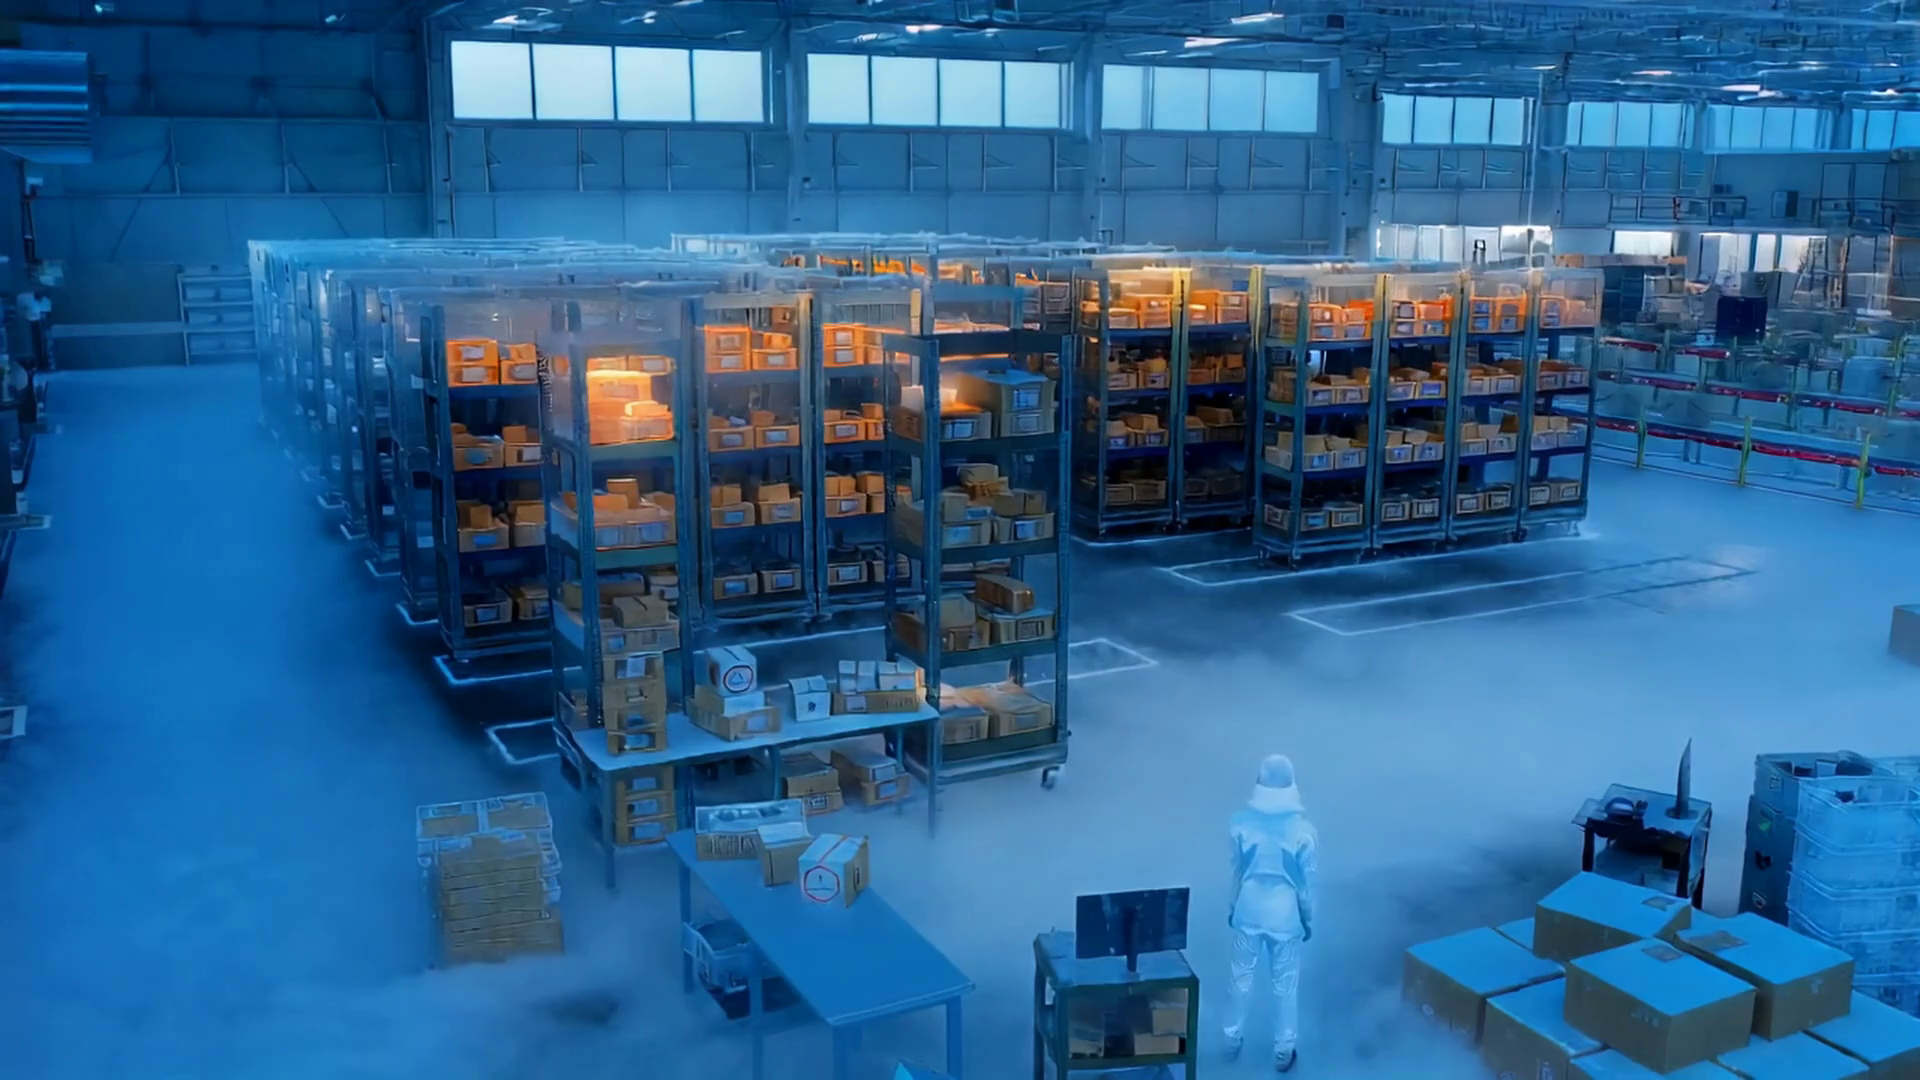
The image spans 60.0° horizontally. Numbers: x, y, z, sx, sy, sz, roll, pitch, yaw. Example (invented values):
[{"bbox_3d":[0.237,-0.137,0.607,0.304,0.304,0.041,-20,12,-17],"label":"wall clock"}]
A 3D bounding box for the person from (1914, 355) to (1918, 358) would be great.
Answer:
[{"bbox_3d":[26.336,-5.729,44.839,0.511,1.822,1.008,-10,16,-40],"label":"person"}]

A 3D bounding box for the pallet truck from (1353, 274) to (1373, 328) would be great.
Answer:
[{"bbox_3d":[13.011,-8.050,55.243,0.823,1.965,1.885,-7,14,-28],"label":"pallet truck"}]

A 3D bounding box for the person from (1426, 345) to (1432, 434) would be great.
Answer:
[{"bbox_3d":[8.327,-2.541,29.723,0.651,1.897,0.512,-2,12,-11],"label":"person"}]

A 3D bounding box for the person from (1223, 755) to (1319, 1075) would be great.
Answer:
[{"bbox_3d":[1.657,1.990,8.907,0.485,1.735,0.343,4,13,18],"label":"person"}]
